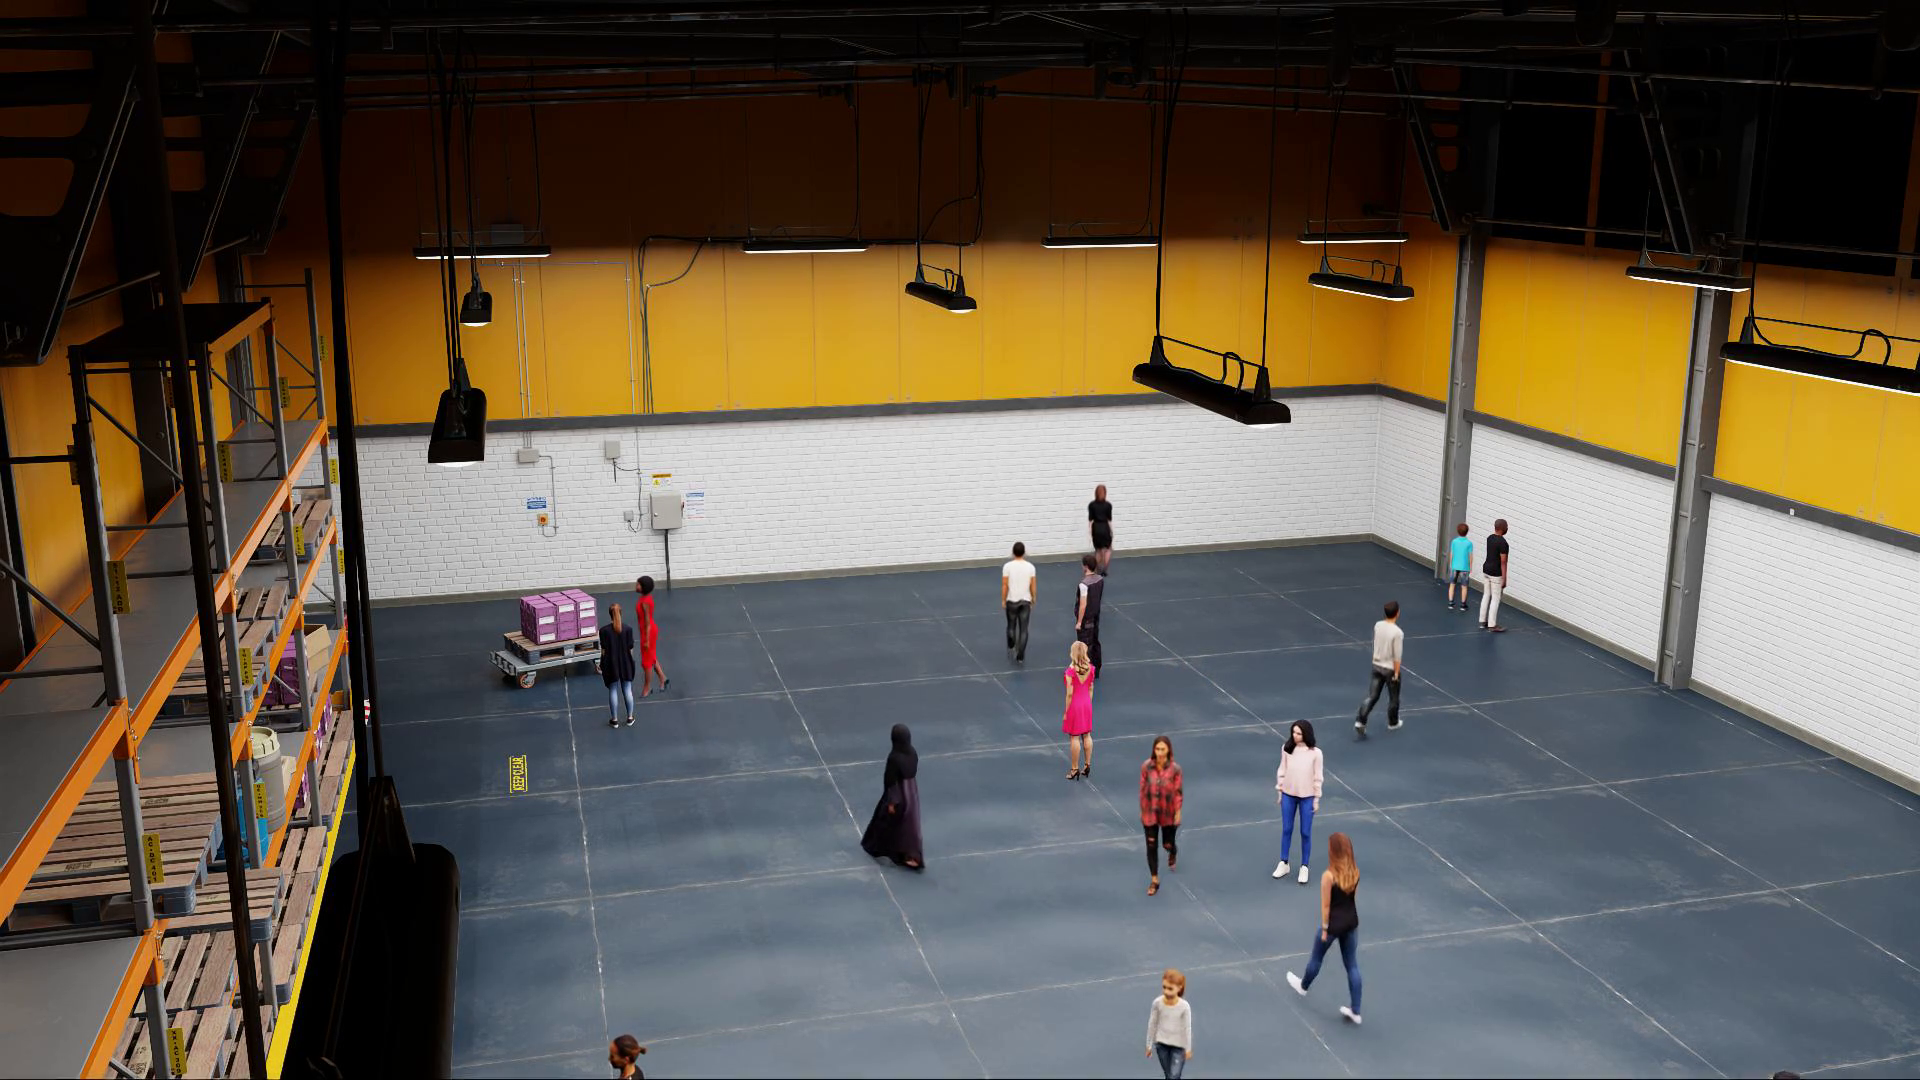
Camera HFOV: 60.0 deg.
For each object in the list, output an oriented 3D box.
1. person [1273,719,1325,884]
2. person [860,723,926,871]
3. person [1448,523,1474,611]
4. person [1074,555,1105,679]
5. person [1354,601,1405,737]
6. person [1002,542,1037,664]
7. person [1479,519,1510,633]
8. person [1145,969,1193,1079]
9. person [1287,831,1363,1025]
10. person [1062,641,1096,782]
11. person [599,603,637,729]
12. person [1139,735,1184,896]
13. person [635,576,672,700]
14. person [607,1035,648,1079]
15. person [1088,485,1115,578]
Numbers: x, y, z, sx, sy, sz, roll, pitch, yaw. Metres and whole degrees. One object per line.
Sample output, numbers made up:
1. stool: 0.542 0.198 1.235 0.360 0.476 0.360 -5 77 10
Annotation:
1. person: 3.547 2.697 17.383 0.708 1.769 0.774 8 16 30
2. person: -0.568 2.727 17.609 1.133 1.605 0.964 12 18 41
3. person: 8.260 0.425 27.446 0.588 1.449 0.656 9 16 32
4. person: 1.852 1.108 23.775 0.769 1.849 0.740 10 17 37
5. person: 5.444 1.686 21.536 1.042 1.780 1.185 -12 18 -39
6. person: 0.879 0.950 24.613 0.856 1.762 1.198 0 14 -2
7. person: 8.424 0.541 26.214 0.695 1.804 0.514 -4 14 -16
8. person: 1.693 3.969 13.130 0.734 1.300 0.812 7 15 25
9. person: 3.366 3.430 14.558 0.716 1.675 1.082 -7 15 -26
10. person: 1.443 2.052 20.134 0.633 1.728 0.629 -8 16 -31
11. person: -4.507 1.641 21.928 0.625 1.684 0.551 -4 14 -17
12. person: 2.079 2.797 17.147 0.876 1.687 0.975 5 15 20
13. person: -4.286 1.333 23.062 0.632 1.748 0.641 -4 14 -14
14. person: -2.243 4.175 11.494 0.646 1.668 0.468 -3 14 -11
15. person: 2.458 -0.114 29.148 0.703 1.696 0.730 5 14 18
